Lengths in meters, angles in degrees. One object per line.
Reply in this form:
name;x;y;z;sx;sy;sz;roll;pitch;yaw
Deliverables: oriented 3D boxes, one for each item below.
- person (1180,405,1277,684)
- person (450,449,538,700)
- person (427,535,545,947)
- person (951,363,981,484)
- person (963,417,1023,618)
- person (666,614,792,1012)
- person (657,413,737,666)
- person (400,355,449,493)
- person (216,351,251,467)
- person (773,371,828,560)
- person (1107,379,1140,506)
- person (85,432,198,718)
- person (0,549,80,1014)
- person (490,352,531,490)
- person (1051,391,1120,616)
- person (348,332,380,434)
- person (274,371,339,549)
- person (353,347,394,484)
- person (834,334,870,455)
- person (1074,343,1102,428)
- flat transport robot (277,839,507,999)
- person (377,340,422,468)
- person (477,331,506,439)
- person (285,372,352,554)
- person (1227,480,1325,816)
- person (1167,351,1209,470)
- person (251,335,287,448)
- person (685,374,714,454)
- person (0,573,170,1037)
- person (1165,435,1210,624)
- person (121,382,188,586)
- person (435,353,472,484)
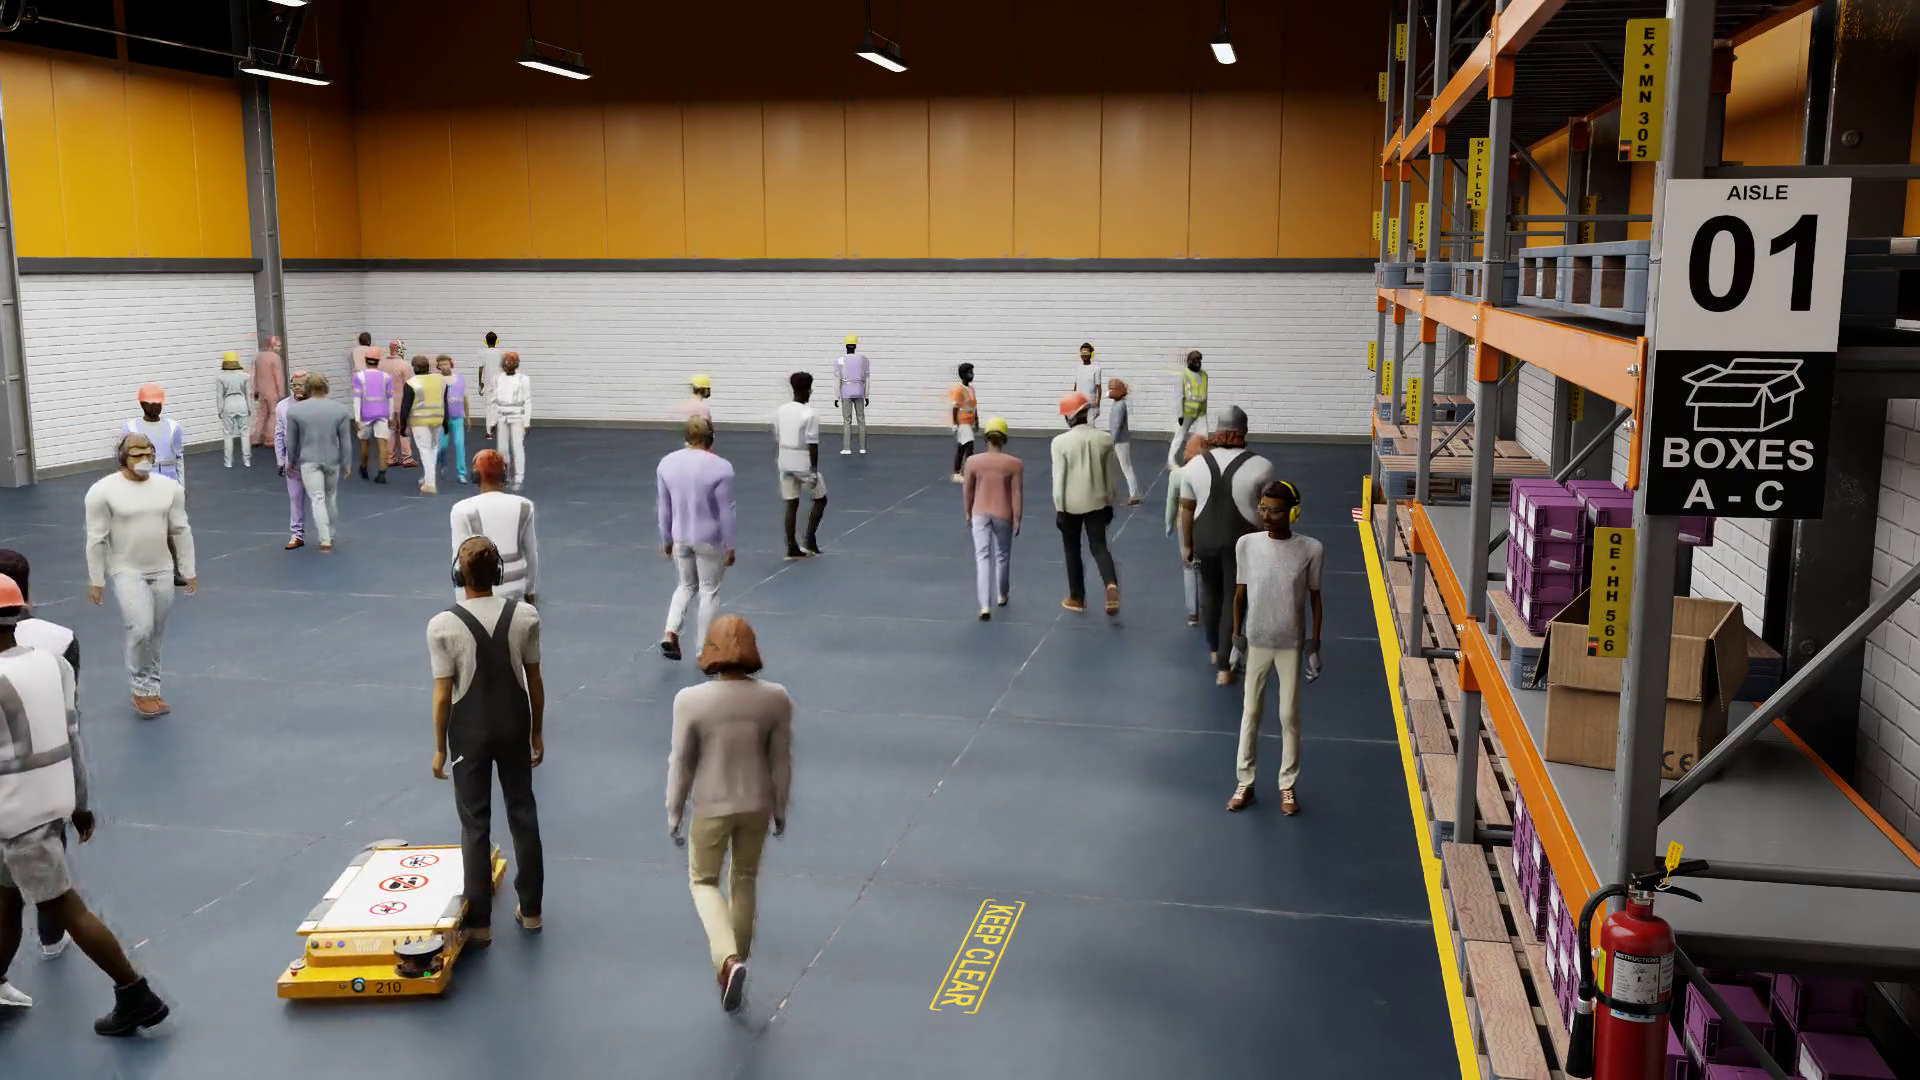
person;2.033;-0.011;12.279;0.700;2.000;0.955;5;11;28
person;-3.033;0.330;10.784;0.602;1.851;0.811;-7;12;-38
person;-2.105;0.891;7.432;0.507;1.847;0.343;-6;11;-31
person;0.168;-1.586;22.839;0.683;1.671;0.552;4;10;25
person;0.287;-0.205;14.442;0.521;1.716;0.934;1;9;4
person;-0.907;1.120;6.732;0.535;1.612;0.563;-4;10;-23
person;-1.977;0.016;12.460;0.627;1.928;0.501;4;10;22
person;-7.228;-1.553;22.227;0.744;1.817;0.646;7;12;38
person;-10.878;-1.958;24.922;0.485;1.744;0.321;-6;11;-32
person;-1.626;-0.759;17.063;0.620;1.951;0.476;6;11;32
person;1.887;-1.211;20.848;0.829;1.593;0.522;0;9;-2
person;-5.411;0.243;11.099;0.545;1.921;0.660;7;12;36
person;-3.980;0.983;6.925;0.602;1.847;1.032;-2;10;-15
person;-6.080;-1.591;22.390;0.706;1.864;0.346;4;10;21
person;1.104;-0.297;14.285;0.619;1.953;0.843;-3;10;-19
person;-10.530;-2.769;29.534;0.625;1.829;0.440;1;9;6
person;-6.963;-0.847;17.719;0.651;1.906;0.403;-1;9;-7
person;-8.202;-1.746;23.222;0.558;1.877;0.998;-6;11;-30
person;-1.723;-2.315;26.500;0.586;1.928;0.380;-3;10;-17
person;1.868;-1.997;24.744;0.521;1.877;0.325;8;12;40
flat transport robot;-2.513;1.666;7.497;0.652;0.197;1.431;-1;9;-4
person;-8.375;-2.035;24.881;0.651;1.906;0.403;5;10;26
person;-8.117;-2.687;28.919;0.531;1.870;0.317;-4;10;-22
person;-6.791;-0.819;17.610;0.635;1.930;0.674;-6;11;-33
person;1.746;0.593;9.179;0.519;1.865;0.335;3;10;18
person;3.347;-1.853;24.162;0.631;1.802;0.978;-6;11;-30
person;-11.367;-2.432;27.402;0.717;1.866;0.480;7;12;35
person;-3.002;-1.083;19.626;0.567;1.750;0.532;-6;11;-33
person;-3.596;1.047;6.442;0.991;1.876;0.561;0;9;2
person;2.012;-0.107;14.218;0.511;1.578;0.869;0;9;2
person;-7.524;-0.508;15.579;0.543;1.941;0.353;-9;13;-42
person;-7.107;-1.693;23.123;0.593;1.814;0.761;-5;11;-28
